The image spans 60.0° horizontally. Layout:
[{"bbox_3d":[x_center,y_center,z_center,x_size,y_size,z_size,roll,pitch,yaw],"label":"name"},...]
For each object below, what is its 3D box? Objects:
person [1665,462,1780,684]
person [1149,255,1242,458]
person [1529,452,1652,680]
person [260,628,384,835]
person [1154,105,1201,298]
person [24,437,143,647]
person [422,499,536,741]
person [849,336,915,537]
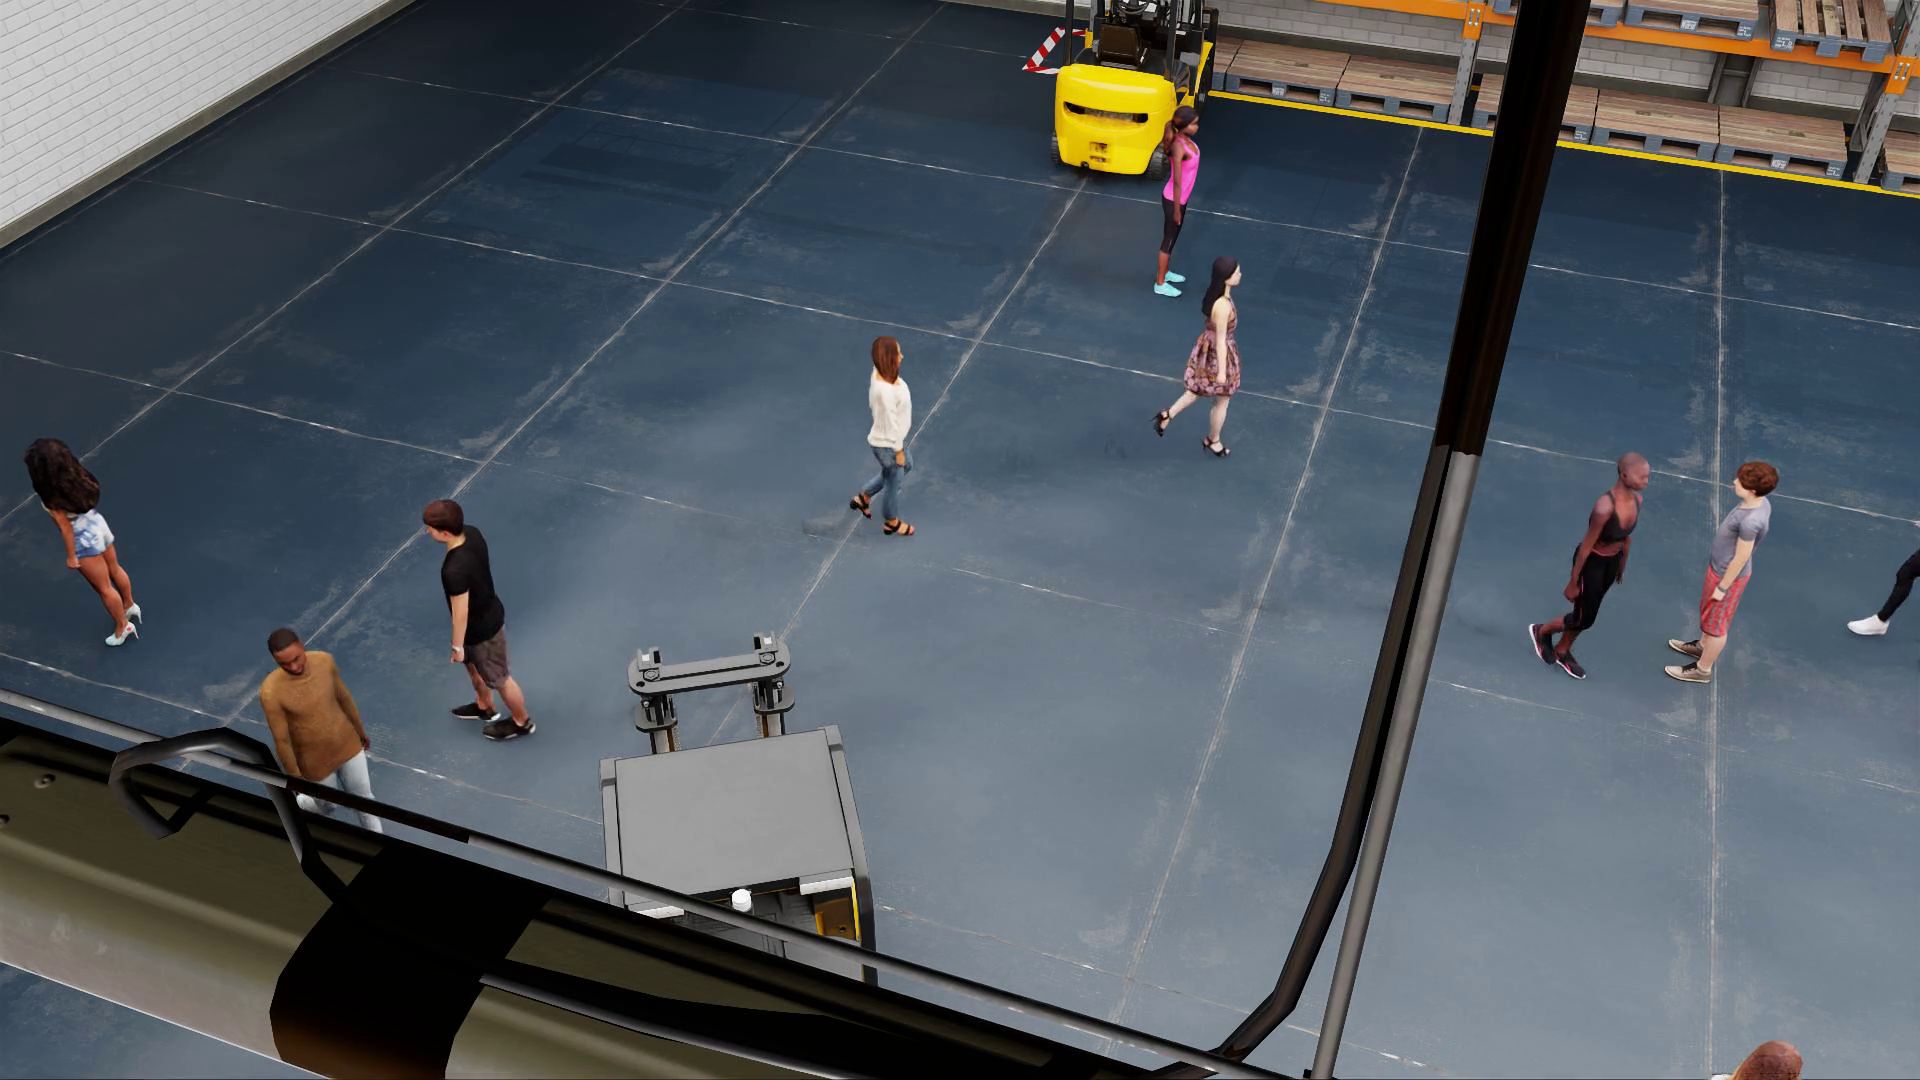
[{"bbox_3d":[4.899,0.202,10.597,0.523,1.650,0.602,15,41,18],"label":"person"},{"bbox_3d":[1.833,-1.339,12.440,1.000,1.758,0.837,-2,39,-3],"label":"person"},{"bbox_3d":[3.977,0.125,10.609,0.783,1.755,0.833,-26,45,-29],"label":"person"},{"bbox_3d":[-3.616,1.149,9.289,1.096,1.802,0.824,20,43,23],"label":"person"},{"bbox_3d":[1.885,-2.978,14.519,0.549,1.724,0.569,10,40,13],"label":"person"},{"bbox_3d":[-5.698,0.007,10.861,0.677,1.626,0.647,-4,39,-5],"label":"person"},{"bbox_3d":[-2.820,0.495,10.071,0.919,1.849,0.859,-3,39,-4],"label":"person"},{"bbox_3d":[-0.574,-0.701,11.712,0.807,1.670,0.743,-1,39,-1],"label":"person"}]
